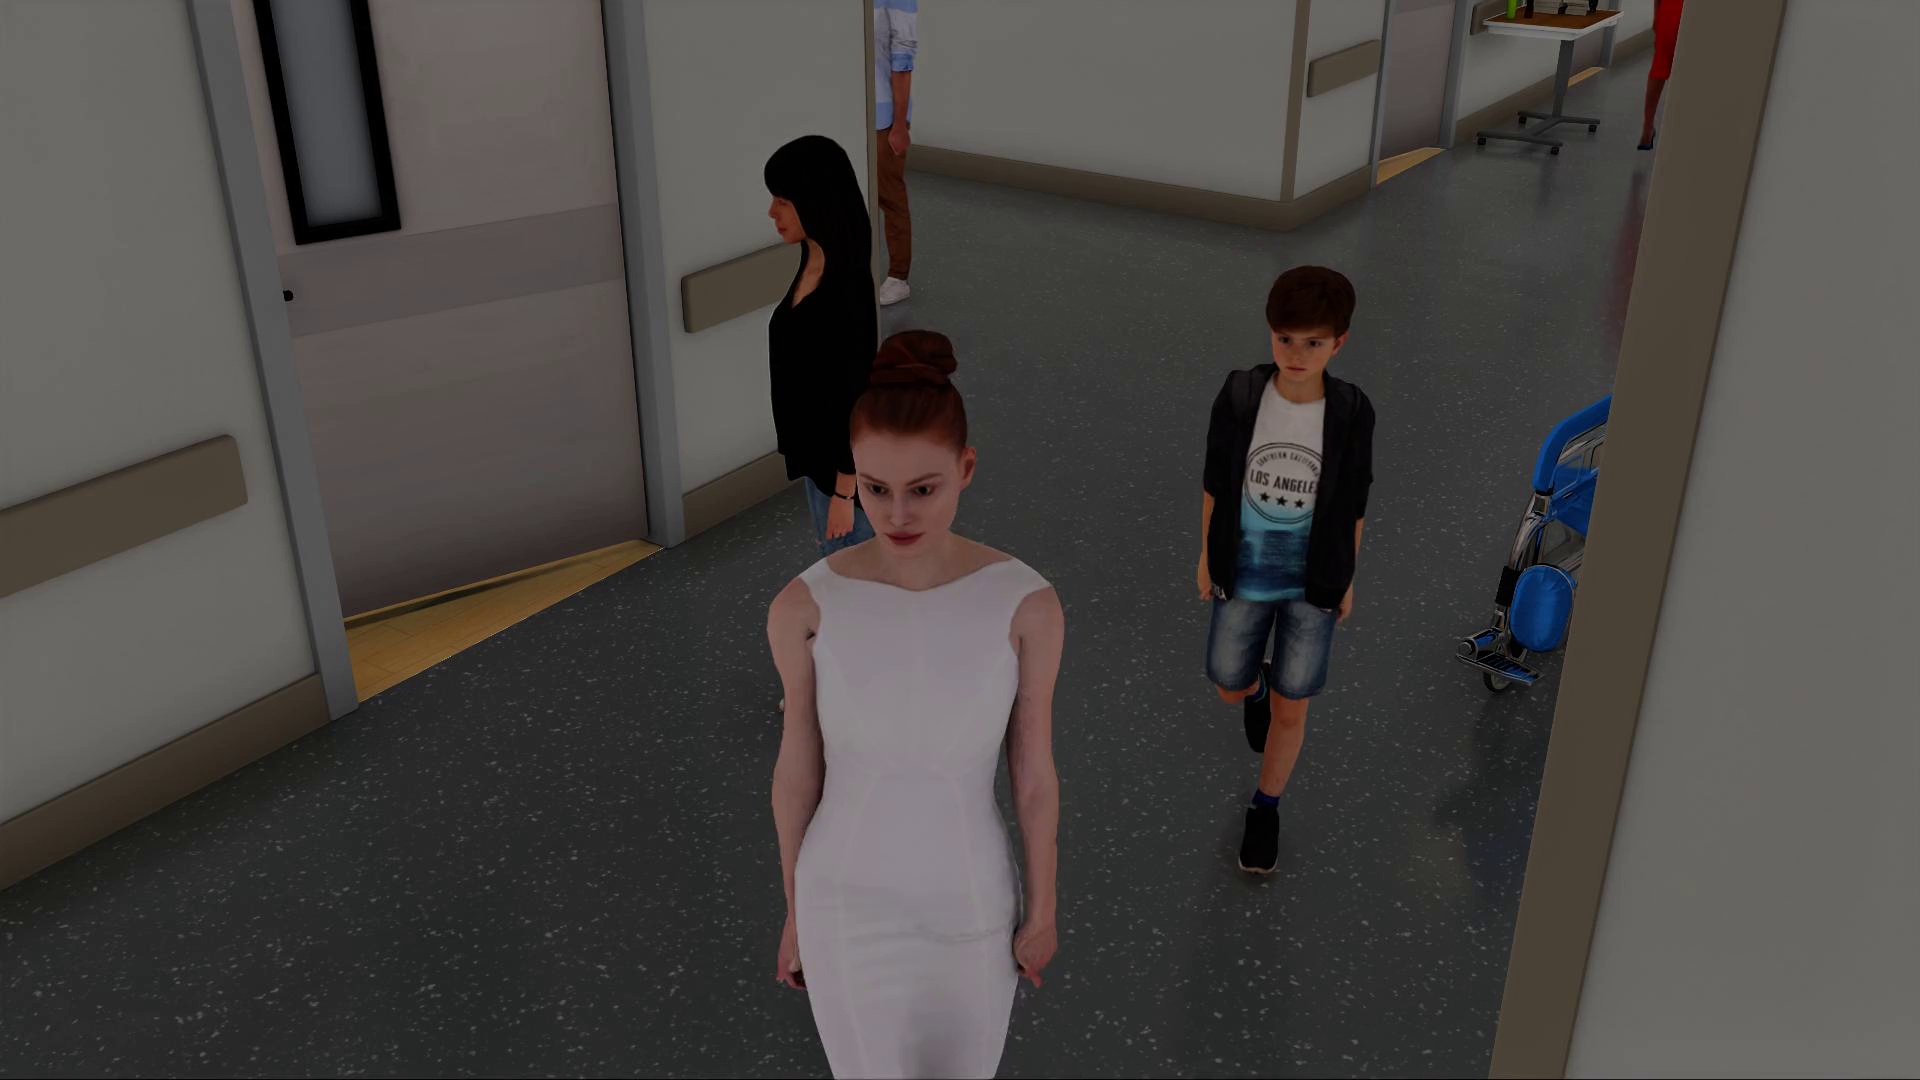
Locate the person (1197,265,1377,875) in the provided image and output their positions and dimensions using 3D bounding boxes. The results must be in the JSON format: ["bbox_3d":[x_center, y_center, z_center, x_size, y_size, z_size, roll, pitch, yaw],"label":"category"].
[{"bbox_3d":[0.764,0.047,3.938,0.697,1.433,0.907,7,27,14],"label":"person"}]

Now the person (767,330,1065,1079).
[{"bbox_3d":[-0.055,0.519,2.566,0.940,1.773,1.081,0,26,0],"label":"person"}]

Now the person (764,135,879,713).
[{"bbox_3d":[-0.304,-0.214,4.237,0.694,1.643,0.656,-8,27,-16],"label":"person"}]

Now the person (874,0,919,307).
[{"bbox_3d":[-0.408,-2.038,7.812,0.642,1.823,0.719,-23,34,-39],"label":"person"}]
